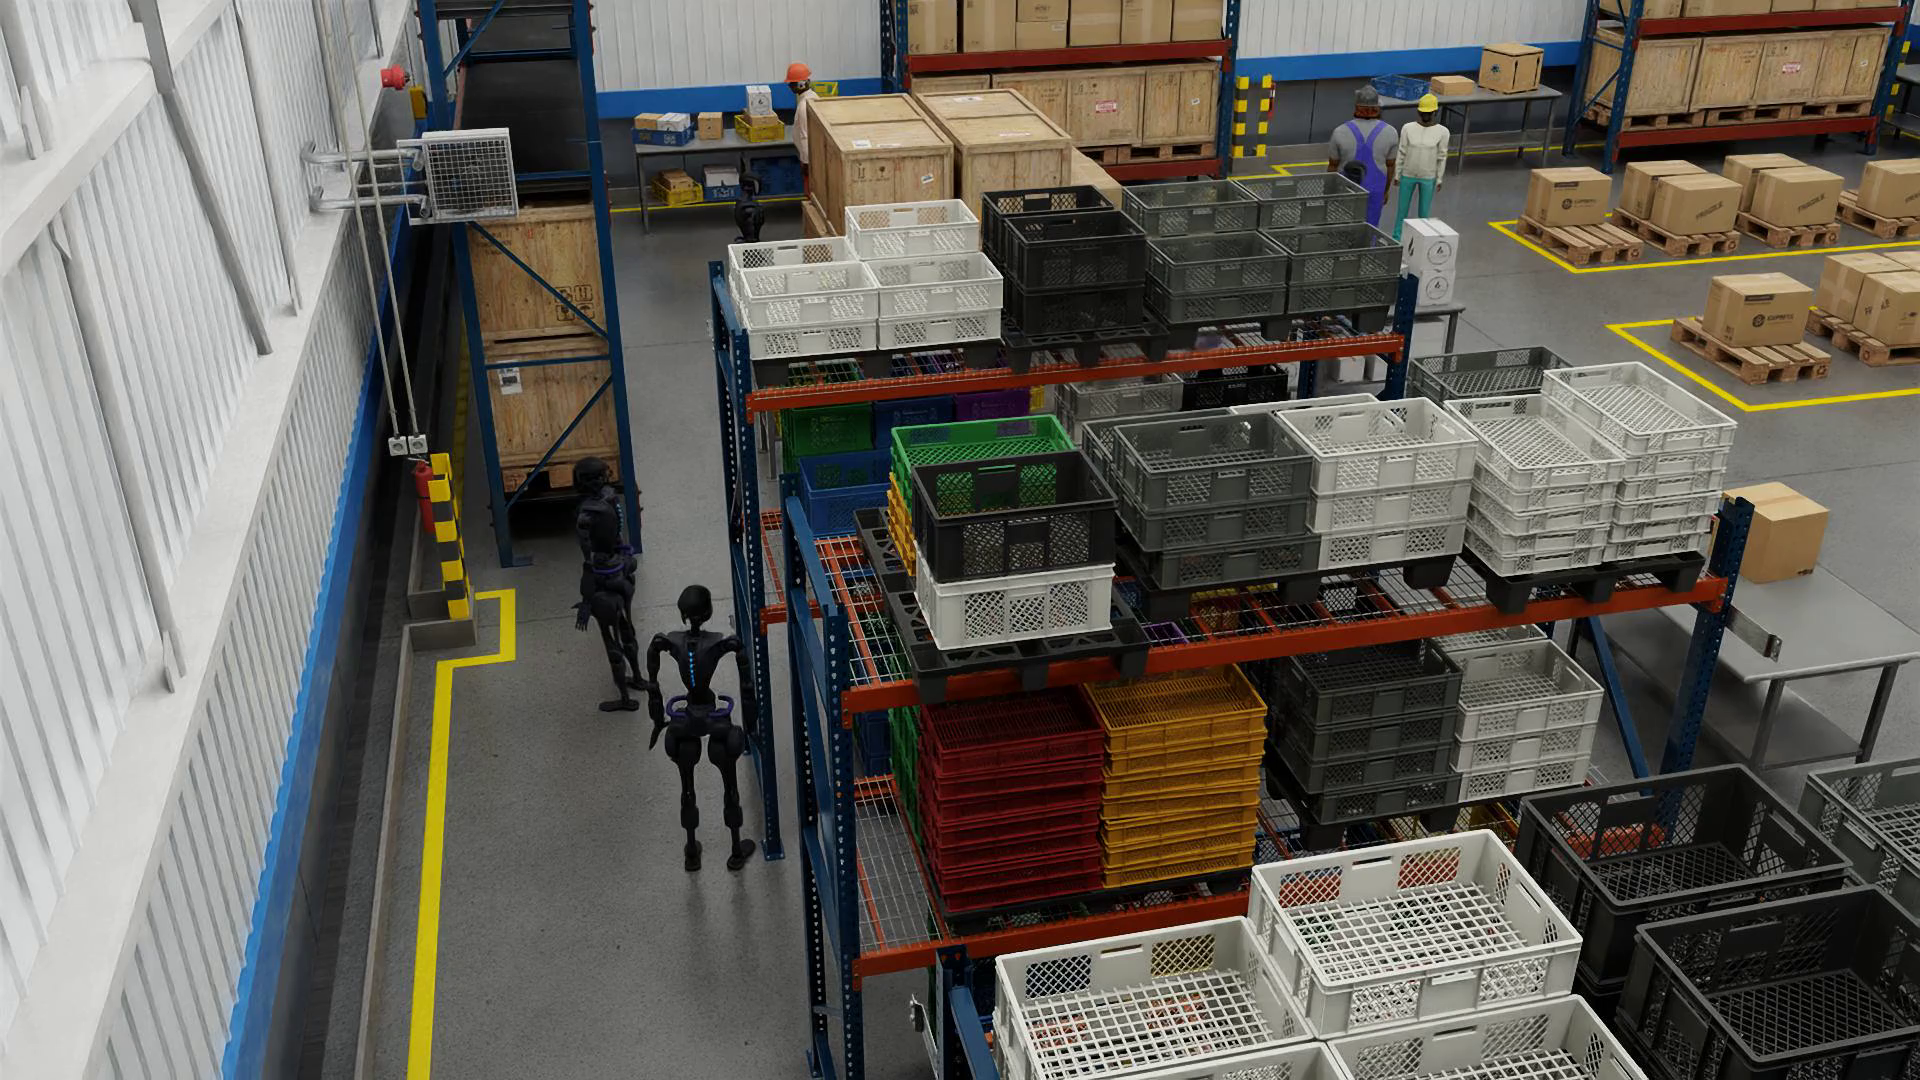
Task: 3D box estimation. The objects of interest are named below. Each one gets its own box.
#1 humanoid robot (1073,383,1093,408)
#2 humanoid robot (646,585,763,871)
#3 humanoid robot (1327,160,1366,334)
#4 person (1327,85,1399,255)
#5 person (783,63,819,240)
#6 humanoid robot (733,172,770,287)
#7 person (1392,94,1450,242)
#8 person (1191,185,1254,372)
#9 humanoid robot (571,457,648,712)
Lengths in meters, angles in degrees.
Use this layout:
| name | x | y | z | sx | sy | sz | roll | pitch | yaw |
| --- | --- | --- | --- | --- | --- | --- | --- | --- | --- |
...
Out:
| name | x | y | z | sx | sy | sz | roll | pitch | yaw |
| --- | --- | --- | --- | --- | --- | --- | --- | --- | --- |
| humanoid robot | 0.862 | -0.308 | 11.154 | 0.589 | 1.634 | 0.671 | 23 | 36 | 37 |
| humanoid robot | -1.336 | 0.978 | 8.668 | 0.609 | 1.656 | 0.315 | 1 | 28 | 1 |
| humanoid robot | 3.626 | -2.801 | 15.846 | 0.350 | 1.646 | 0.575 | -4 | 28 | -7 |
| person | 4.093 | -3.647 | 17.068 | 0.682 | 2.000 | 0.536 | 5 | 28 | 9 |
| person | -1.684 | -4.234 | 18.257 | 0.430 | 1.977 | 0.605 | 2 | 28 | 3 |
| humanoid robot | -1.942 | -2.617 | 15.499 | 0.340 | 1.650 | 0.573 | -3 | 28 | -6 |
| person | 4.916 | -3.891 | 17.820 | 0.524 | 1.769 | 0.313 | 9 | 29 | 17 |
| person | 2.244 | -2.124 | 14.346 | 0.481 | 1.879 | 0.629 | 15 | 31 | 27 |
| humanoid robot | -2.130 | 0.260 | 10.033 | 0.326 | 1.653 | 0.593 | 5 | 28 | 10 |
